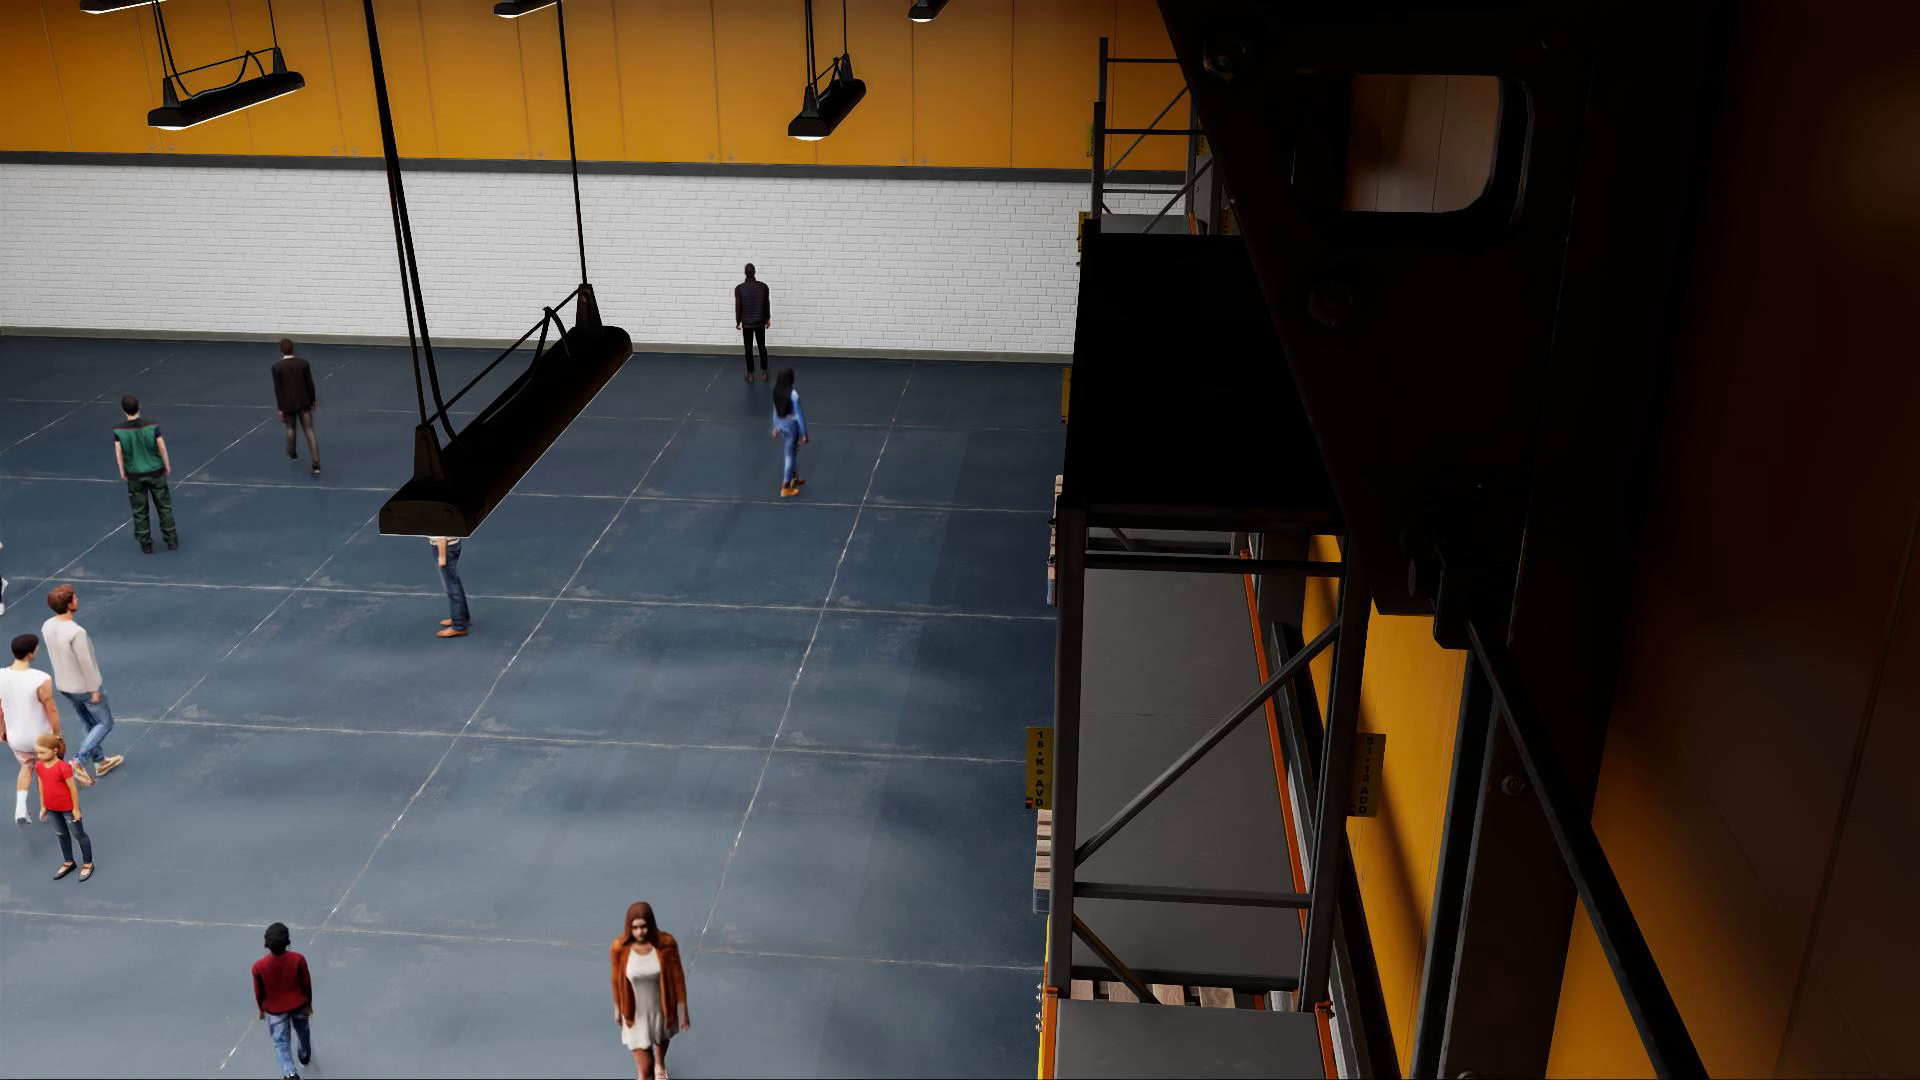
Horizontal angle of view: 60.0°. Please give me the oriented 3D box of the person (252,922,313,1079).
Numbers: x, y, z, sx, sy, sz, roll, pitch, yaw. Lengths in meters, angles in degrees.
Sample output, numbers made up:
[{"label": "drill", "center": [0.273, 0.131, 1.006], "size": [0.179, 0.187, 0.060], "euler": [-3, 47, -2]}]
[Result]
[{"label": "person", "center": [-4.547, 3.161, 11.227], "size": [0.769, 1.239, 0.886], "euler": [-13, 27, -27]}]

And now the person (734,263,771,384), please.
[{"label": "person", "center": [-3.144, -3.309, 25.284], "size": [0.767, 1.835, 0.722], "euler": [-7, 25, -16]}]

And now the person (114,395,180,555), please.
[{"label": "person", "center": [-9.518, -0.783, 19.430], "size": [0.771, 1.896, 0.764], "euler": [-11, 26, -23]}]

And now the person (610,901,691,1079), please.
[{"label": "person", "center": [-2.040, 3.043, 10.951], "size": [0.864, 1.677, 1.172], "euler": [-5, 24, -12]}]

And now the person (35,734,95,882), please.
[{"label": "person", "center": [-7.264, 2.141, 13.471], "size": [0.505, 1.311, 0.519], "euler": [5, 24, 11]}]

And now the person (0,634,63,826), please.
[{"label": "person", "center": [-7.868, 1.671, 13.997], "size": [0.738, 1.750, 0.850], "euler": [-2, 24, -4]}]

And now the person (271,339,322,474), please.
[{"label": "person", "center": [-8.628, -1.710, 21.738], "size": [1.176, 1.746, 1.272], "euler": [-16, 28, -33]}]

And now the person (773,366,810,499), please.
[{"label": "person", "center": [-2.228, -1.347, 20.964], "size": [0.893, 1.701, 0.834], "euler": [-22, 32, -40]}]

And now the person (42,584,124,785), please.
[{"label": "person", "center": [-7.808, 1.313, 14.641], "size": [0.825, 1.890, 0.990], "euler": [10, 25, 21]}]
